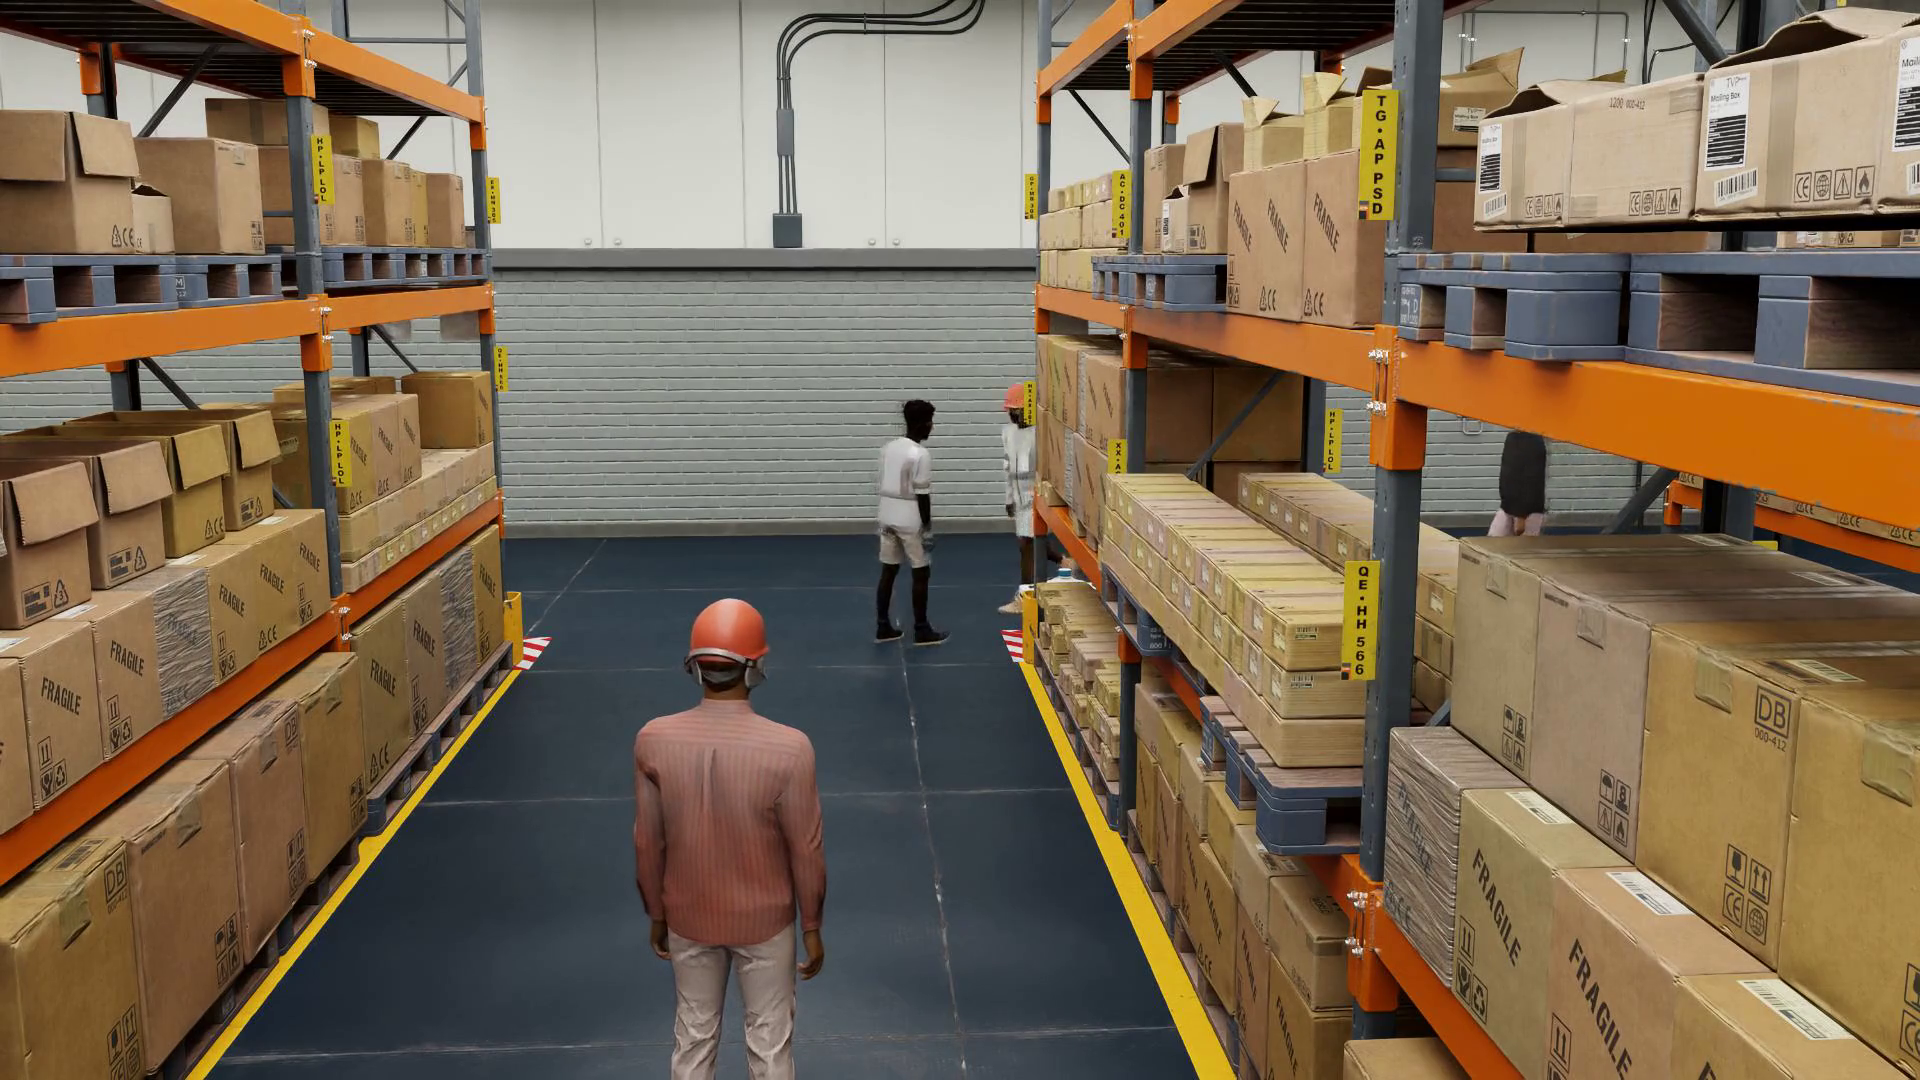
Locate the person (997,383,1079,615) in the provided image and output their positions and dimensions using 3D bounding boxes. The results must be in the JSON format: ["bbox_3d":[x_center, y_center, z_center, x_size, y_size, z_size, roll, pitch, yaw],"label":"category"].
[{"bbox_3d":[0.694,-0.378,14.320,0.907,1.997,0.639,-8,12,-38],"label":"person"}]

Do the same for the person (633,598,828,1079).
[{"bbox_3d":[-0.704,1.168,5.210,0.618,1.992,0.388,2,10,13],"label":"person"}]

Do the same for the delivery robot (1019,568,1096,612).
[{"bbox_3d":[0.833,0.469,13.274,0.707,0.478,0.477,-1,10,-8],"label":"delivery robot"}]

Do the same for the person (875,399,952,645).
[{"bbox_3d":[-0.392,-0.133,13.056,0.561,1.942,0.613,-7,12,-36],"label":"person"}]

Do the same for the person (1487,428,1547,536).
[{"bbox_3d":[4.451,-0.244,13.592,0.865,1.959,0.659,-1,10,-7],"label":"person"}]
